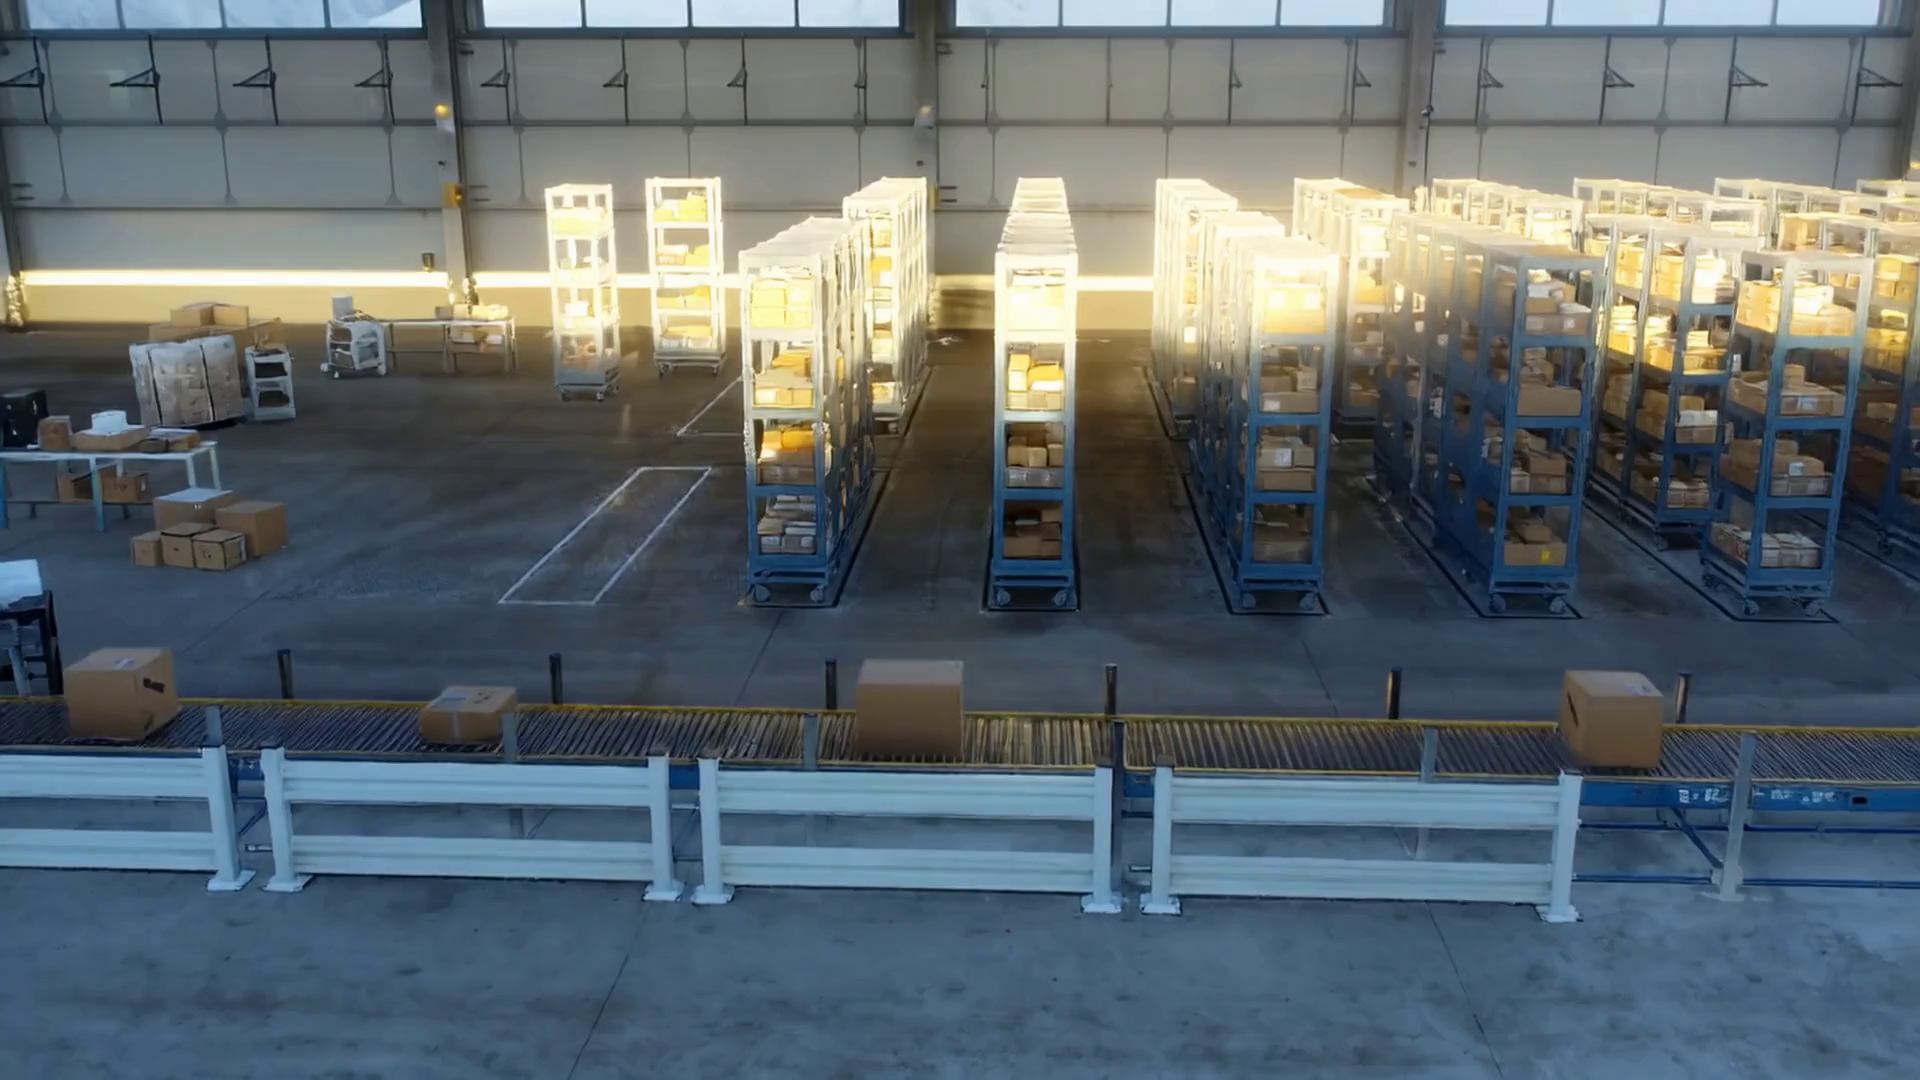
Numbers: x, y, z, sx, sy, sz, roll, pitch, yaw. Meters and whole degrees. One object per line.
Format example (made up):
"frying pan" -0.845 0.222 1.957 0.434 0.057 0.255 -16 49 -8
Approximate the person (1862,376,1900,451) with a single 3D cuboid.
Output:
"person" 12.943 -1.883 23.079 0.814 1.812 0.588 2 15 9
